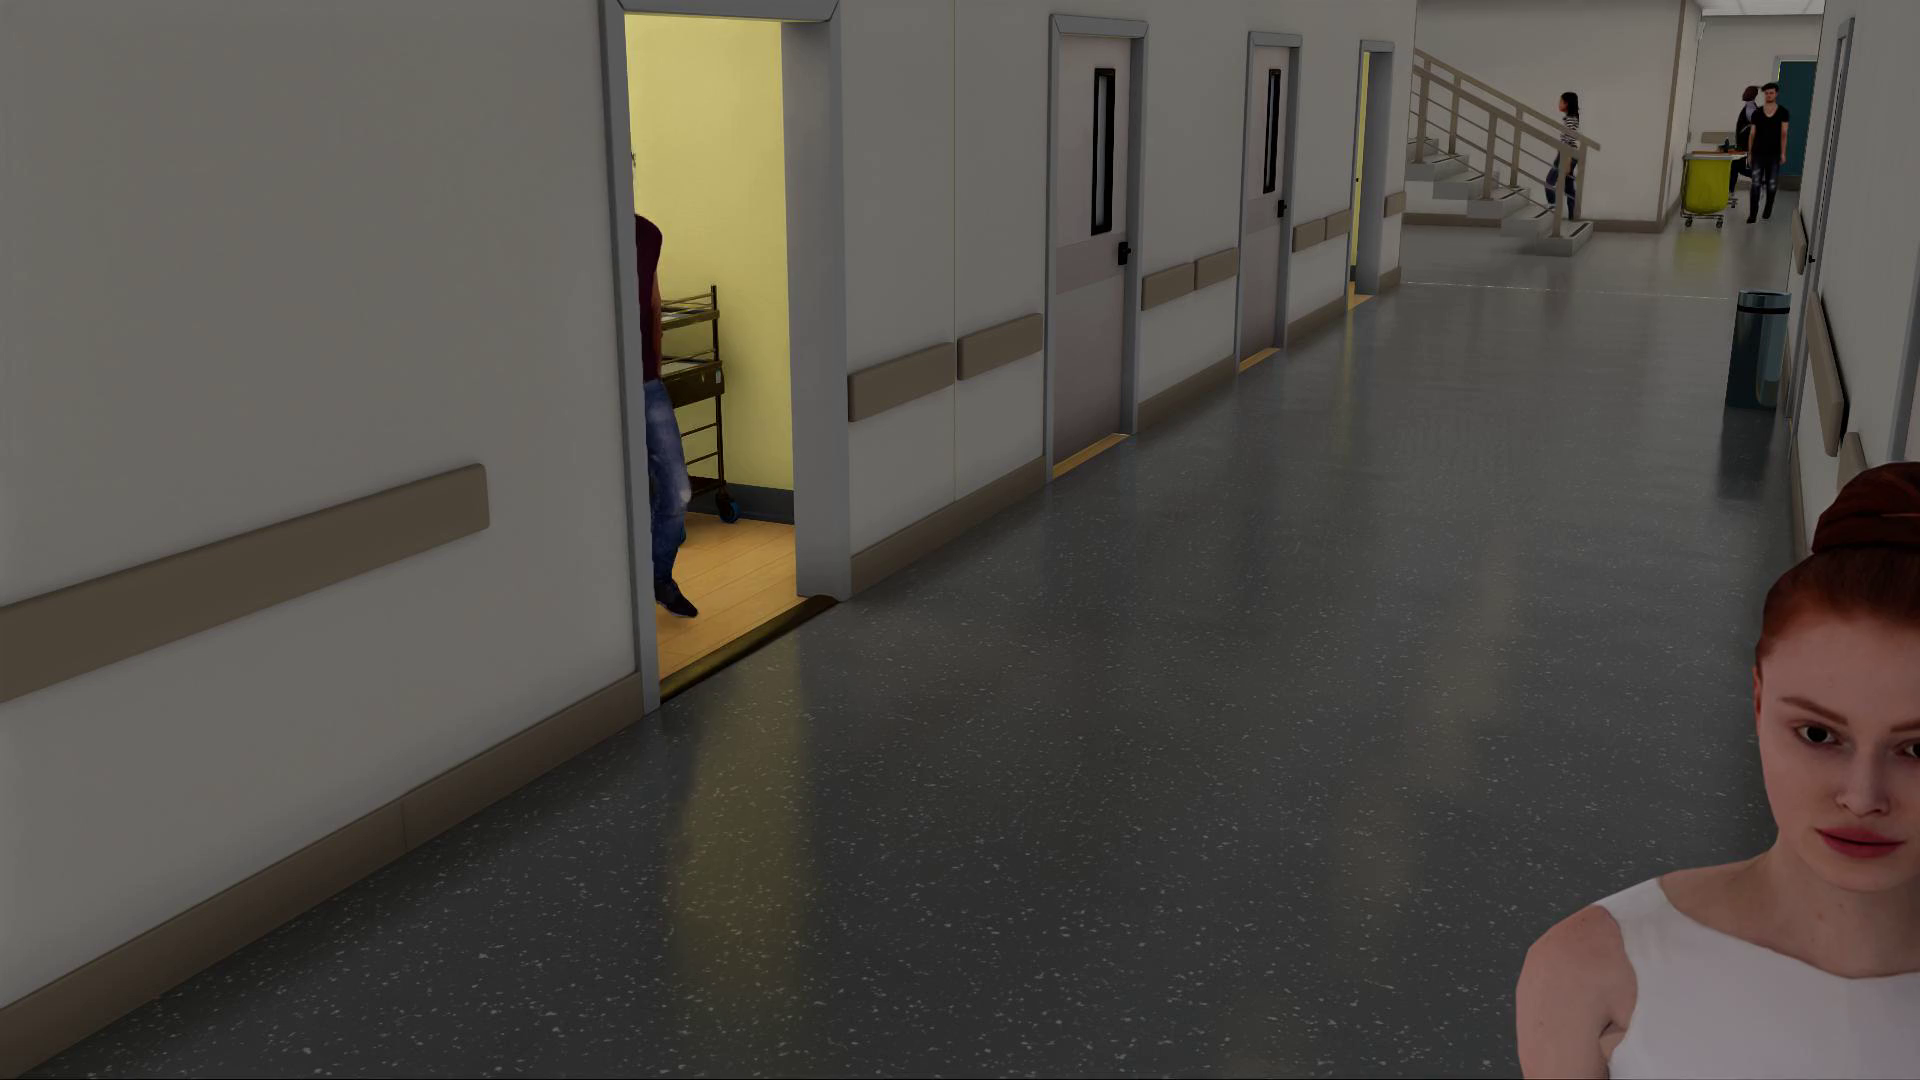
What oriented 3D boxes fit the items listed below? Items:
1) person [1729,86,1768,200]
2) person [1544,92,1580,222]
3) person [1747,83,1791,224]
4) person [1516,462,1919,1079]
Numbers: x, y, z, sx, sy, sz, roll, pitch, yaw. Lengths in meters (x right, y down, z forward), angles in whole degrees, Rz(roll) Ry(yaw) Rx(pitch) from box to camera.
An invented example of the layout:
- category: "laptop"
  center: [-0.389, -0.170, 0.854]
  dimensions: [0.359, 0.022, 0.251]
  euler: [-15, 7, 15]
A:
- category: "person"
  center: [12.836, -6.431, 27.014]
  dimensions: [1.045, 1.802, 0.658]
  euler: [8, 17, 25]
- category: "person"
  center: [7.886, -4.821, 21.363]
  dimensions: [0.650, 1.771, 0.616]
  euler: [7, 17, 24]
- category: "person"
  center: [11.131, -5.309, 22.910]
  dimensions: [1.070, 1.870, 0.778]
  euler: [9, 18, 29]
- category: "person"
  center: [0.611, 0.819, 1.319]
  dimensions: [0.458, 1.792, 0.656]
  euler: [5, 17, 19]
